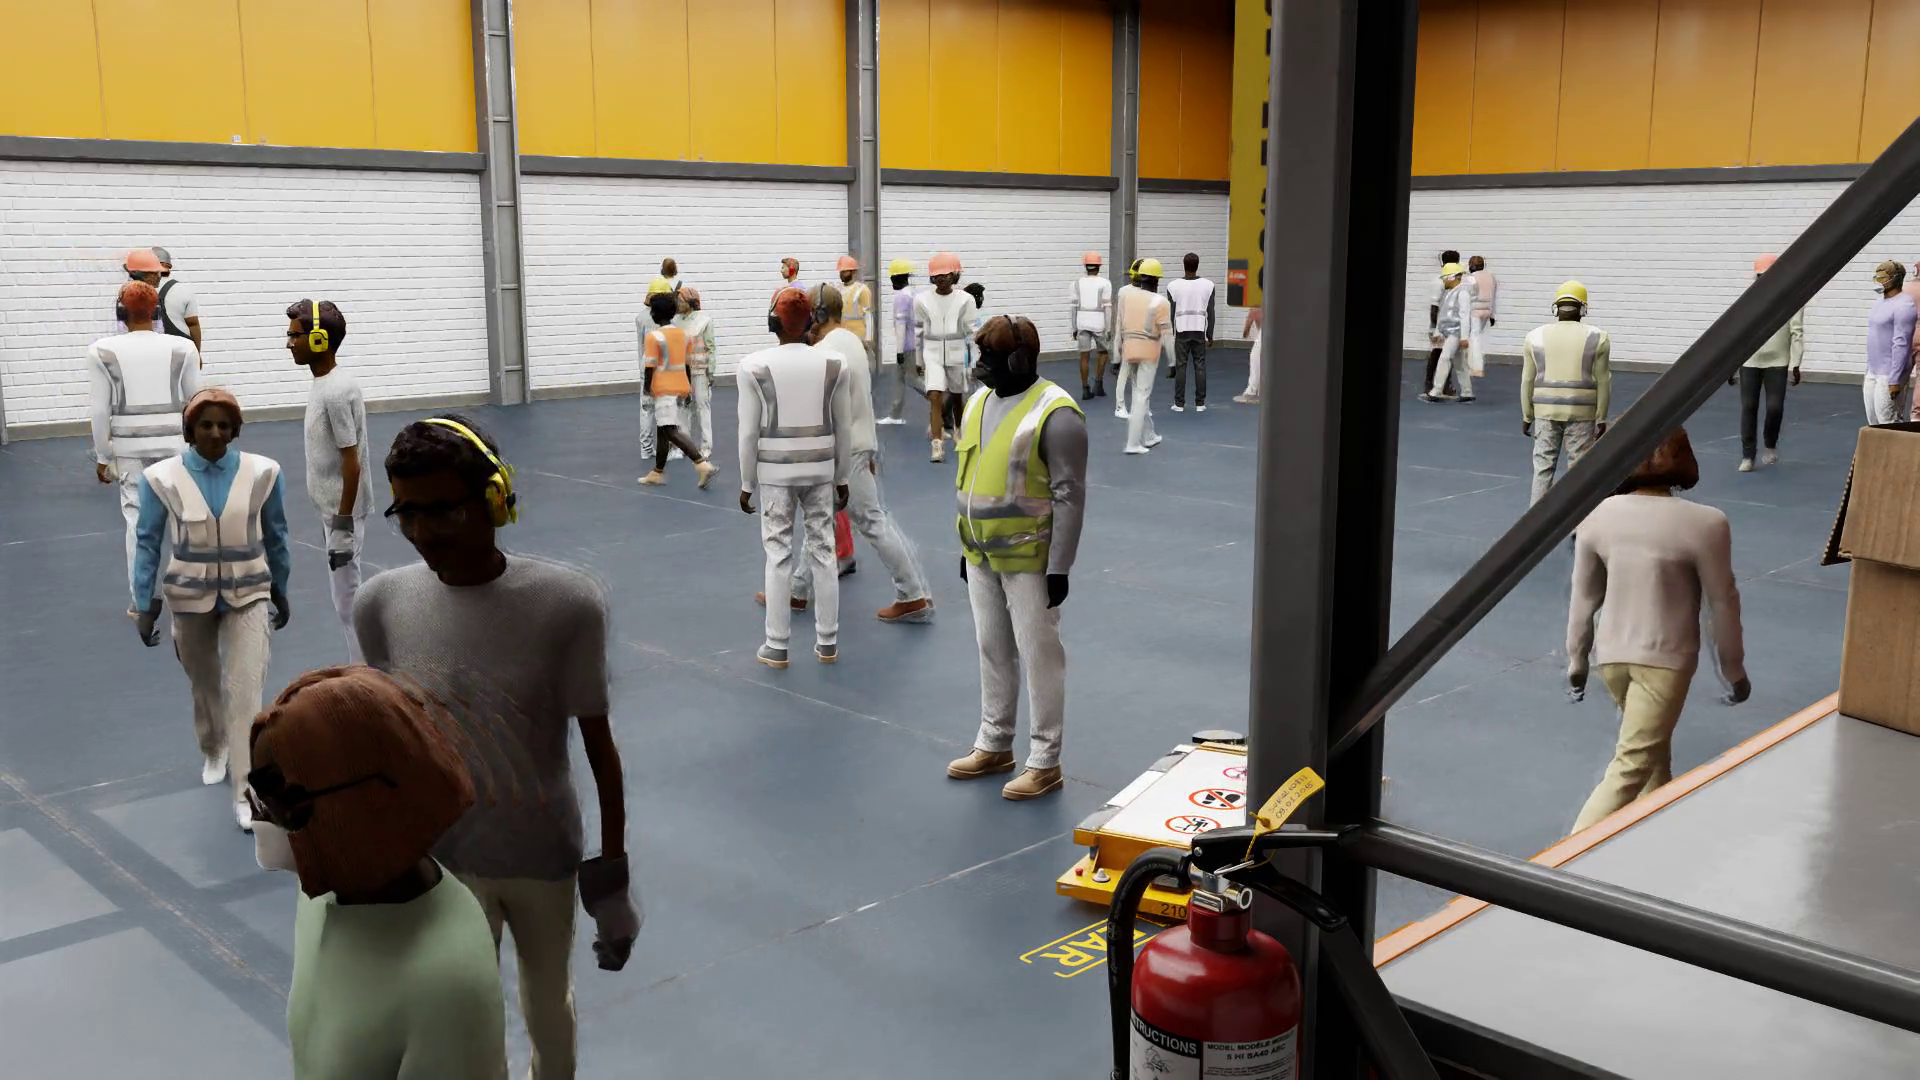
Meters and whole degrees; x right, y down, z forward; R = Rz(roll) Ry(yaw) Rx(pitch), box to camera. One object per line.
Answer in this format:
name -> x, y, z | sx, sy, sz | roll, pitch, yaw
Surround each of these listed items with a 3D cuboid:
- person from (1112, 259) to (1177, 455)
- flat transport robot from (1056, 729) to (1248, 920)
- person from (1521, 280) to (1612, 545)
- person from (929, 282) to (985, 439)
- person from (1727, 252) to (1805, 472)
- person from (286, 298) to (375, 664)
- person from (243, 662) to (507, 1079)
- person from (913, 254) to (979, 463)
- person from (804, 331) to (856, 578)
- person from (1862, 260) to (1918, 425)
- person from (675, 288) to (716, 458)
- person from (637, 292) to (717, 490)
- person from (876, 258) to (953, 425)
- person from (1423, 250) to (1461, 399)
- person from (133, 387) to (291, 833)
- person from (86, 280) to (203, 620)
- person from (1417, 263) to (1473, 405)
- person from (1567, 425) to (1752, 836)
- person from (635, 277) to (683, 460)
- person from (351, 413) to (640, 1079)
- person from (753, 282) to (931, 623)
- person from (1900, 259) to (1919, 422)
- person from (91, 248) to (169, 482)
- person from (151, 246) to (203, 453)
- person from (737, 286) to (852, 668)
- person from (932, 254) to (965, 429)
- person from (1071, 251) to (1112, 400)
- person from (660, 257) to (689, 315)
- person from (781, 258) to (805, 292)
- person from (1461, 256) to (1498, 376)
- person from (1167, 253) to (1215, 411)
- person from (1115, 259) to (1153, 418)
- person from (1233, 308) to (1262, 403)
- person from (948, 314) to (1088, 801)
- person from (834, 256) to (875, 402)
person -> 1.882, -1.804, 16.379 | 0.627, 1.889, 0.879 | 9, 14, 41
flat transport robot -> 0.915, 0.959, 5.745 | 0.652, 0.197, 1.431 | 5, 12, 26
person -> 4.183, -0.872, 11.494 | 0.586, 1.823, 0.403 | 6, 12, 28
person -> 0.104, -1.864, 17.368 | 0.899, 1.648, 0.534 | -4, 11, -20
person -> 7.251, -1.597, 15.024 | 0.646, 1.976, 0.450 | 7, 12, 33
person -> -2.657, -0.088, 7.094 | 0.309, 1.868, 0.534 | -4, 11, -23
person -> -0.759, 0.951, 2.084 | 0.559, 1.612, 0.519 | -9, 13, -39
person -> -0.132, -1.761, 15.989 | 0.623, 1.973, 1.174 | 0, 10, 0
person -> -0.843, -0.619, 10.337 | 0.474, 1.739, 0.544 | -7, 12, -32
person -> 7.805, -1.385, 14.016 | 0.368, 1.932, 0.622 | 2, 11, 9
person -> -2.575, -1.592, 15.929 | 0.523, 1.636, 0.311 | 4, 11, 20
person -> -2.396, -1.243, 13.968 | 0.826, 1.667, 0.531 | 5, 12, 27
person -> -0.506, -2.198, 18.559 | 0.872, 1.888, 0.583 | 2, 11, 13
person -> 6.400, -2.802, 21.694 | 0.717, 1.932, 0.643 | 5, 12, 26
person -> -2.778, 0.219, 6.208 | 0.533, 1.585, 0.909 | -5, 11, -25
person -> -4.498, -0.494, 9.263 | 0.584, 1.884, 0.349 | -6, 12, -30
person -> 6.146, -2.590, 20.979 | 0.857, 1.779, 0.603 | 0, 10, 2
person -> 2.138, 0.391, 5.245 | 0.886, 1.585, 0.504 | -6, 12, -30
person -> -2.863, -1.630, 15.876 | 0.480, 1.733, 0.337 | 5, 11, 25
person -> -0.907, 0.636, 3.328 | 0.549, 1.816, 0.970 | -1, 10, -5
person -> -0.626, -0.469, 9.184 | 1.023, 1.888, 0.629 | 2, 11, 9
person -> 10.957, -2.266, 18.974 | 0.648, 1.868, 0.921 | 6, 12, 31
person -> -6.904, -1.427, 13.954 | 0.727, 2.027, 0.612 | -4, 11, -20
person -> -7.676, -1.826, 16.101 | 0.674, 2.000, 0.535 | -2, 11, -12
person -> -0.814, -0.304, 8.232 | 0.574, 1.884, 0.356 | -4, 11, -20
person -> -0.131, -2.146, 18.192 | 0.418, 1.922, 0.550 | -6, 12, -29
person -> 1.729, -2.794, 21.703 | 0.564, 1.915, 0.580 | 4, 11, 21
person -> -3.726, -2.718, 21.500 | 0.514, 1.844, 0.332 | -6, 12, -31
person -> -2.099, -2.652, 21.132 | 0.389, 1.847, 0.563 | -2, 11, -10
person -> 7.800, -3.417, 25.376 | 0.650, 1.815, 0.788 | -5, 11, -25
person -> 2.793, -2.514, 20.179 | 0.591, 1.922, 0.392 | 0, 10, -1
person -> 2.061, -2.354, 19.482 | 0.524, 1.863, 0.326 | -8, 13, -36
person -> 3.770, -2.696, 21.128 | 0.849, 1.930, 0.653 | -2, 11, -9
person -> 0.197, 0.064, 6.345 | 0.429, 1.840, 0.629 | -8, 13, -37
person -> -1.369, -2.575, 20.623 | 0.559, 1.883, 1.019 | 7, 12, 33
